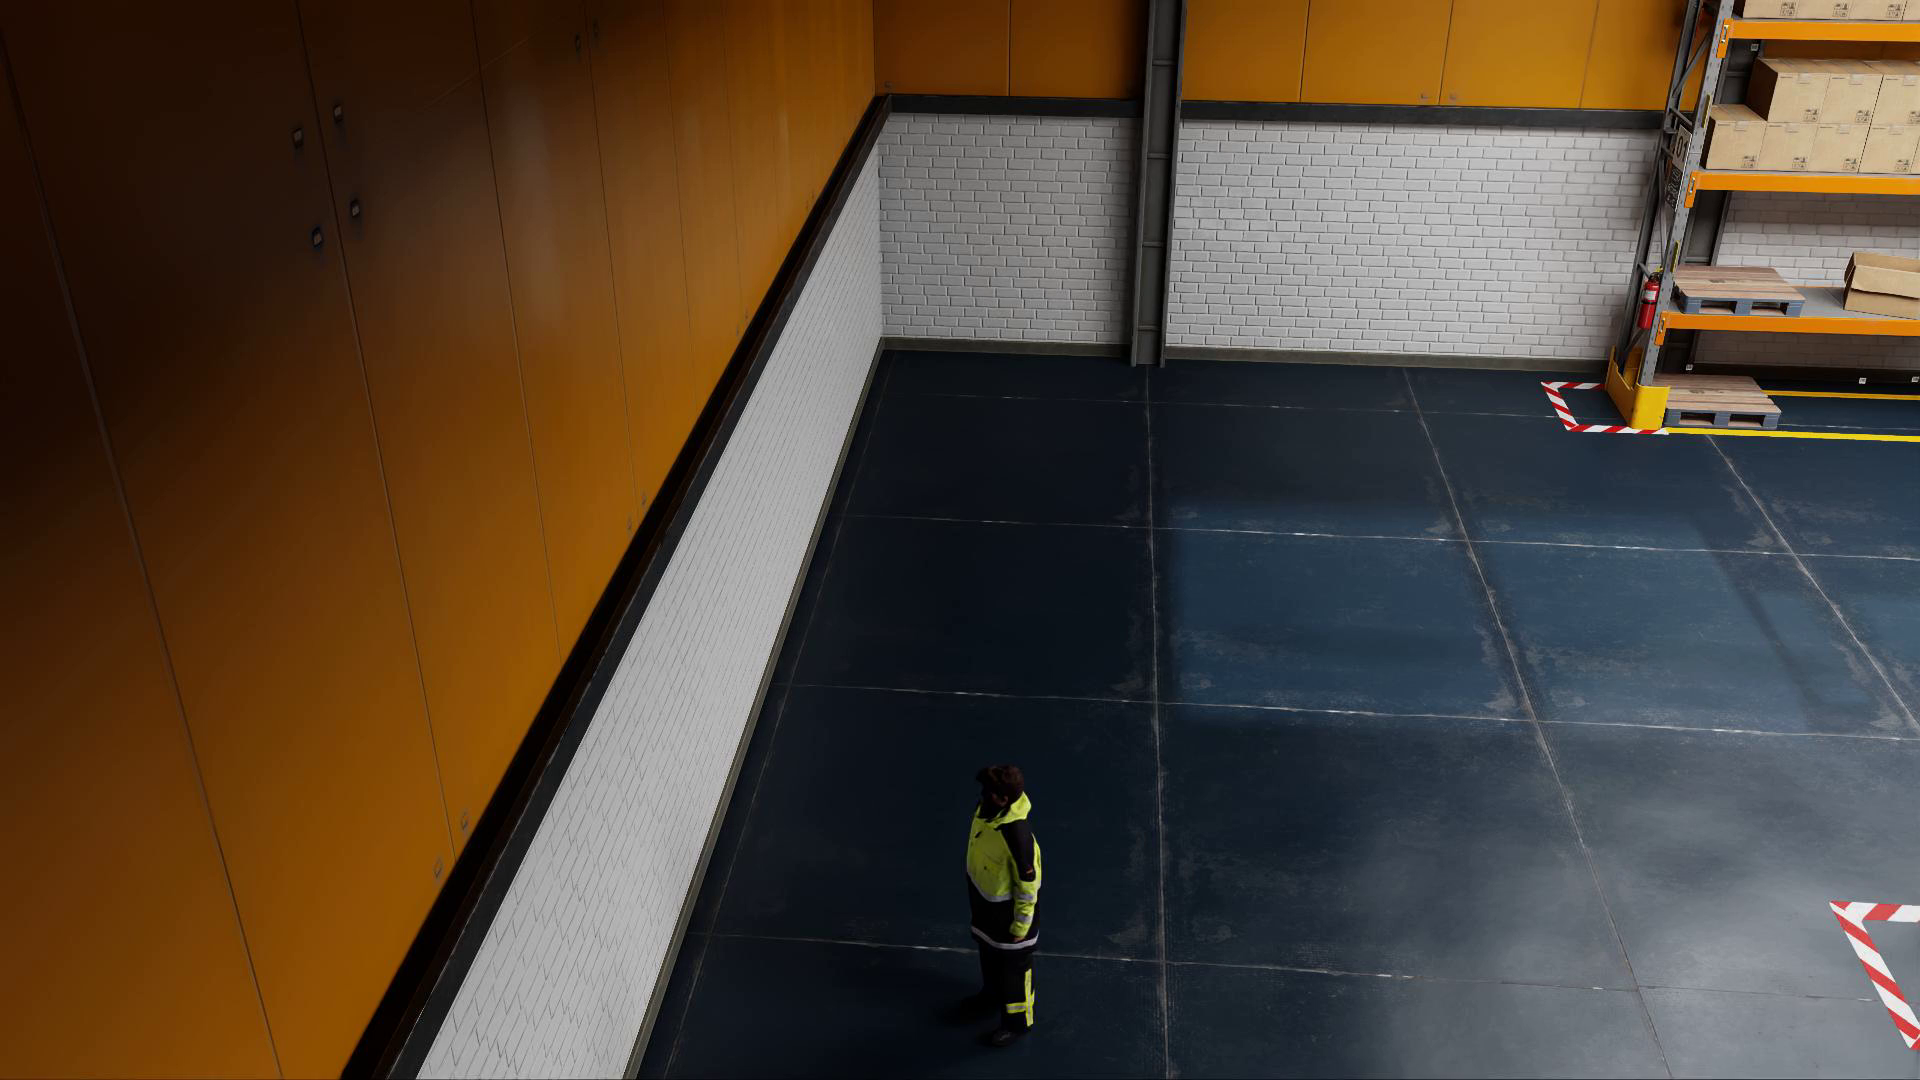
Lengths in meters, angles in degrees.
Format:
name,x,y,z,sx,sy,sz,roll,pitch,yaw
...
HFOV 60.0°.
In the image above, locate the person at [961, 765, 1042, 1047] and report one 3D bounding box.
name,x,y,z,sx,sy,sz,roll,pitch,yaw
person,0.271,2.128,9.875,0.858,1.977,0.870,-13,31,-22
